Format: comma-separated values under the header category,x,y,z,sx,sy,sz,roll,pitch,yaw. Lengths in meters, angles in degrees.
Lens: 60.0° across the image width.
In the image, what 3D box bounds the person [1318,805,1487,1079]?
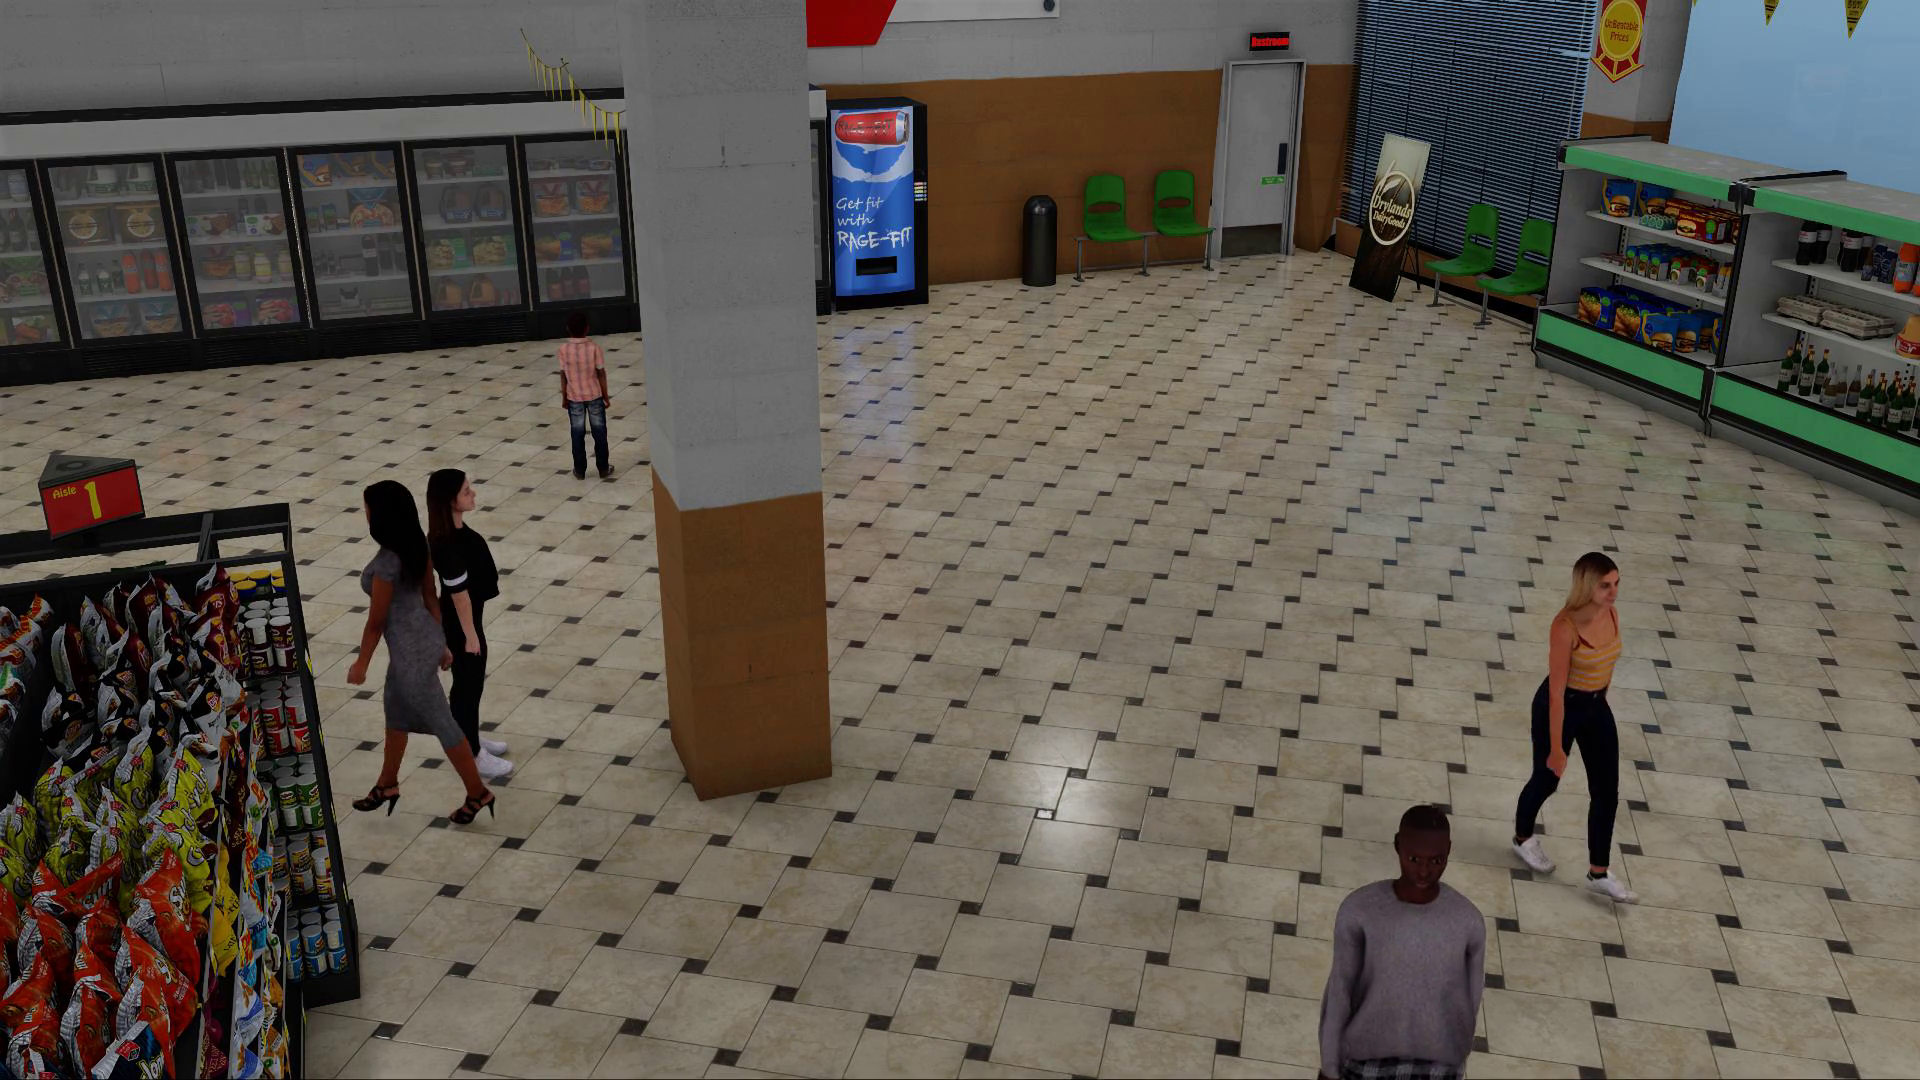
category,x,y,z,sx,sy,sz,roll,pitch,yaw
person,1.367,1.593,5.269,0.927,1.757,1.113,3,22,6

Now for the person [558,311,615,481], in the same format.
category,x,y,z,sx,sy,sz,roll,pitch,yaw
person,-2.838,-1.095,12.562,0.548,1.307,0.539,-3,22,-8

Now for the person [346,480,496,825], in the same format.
category,x,y,z,sx,sy,sz,roll,pitch,yaw
person,-2.450,0.585,7.788,0.845,1.751,0.950,0,22,1

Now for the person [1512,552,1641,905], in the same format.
category,x,y,z,sx,sy,sz,roll,pitch,yaw
person,2.684,0.786,7.483,0.685,1.605,0.922,-11,24,-25

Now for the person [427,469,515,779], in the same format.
category,x,y,z,sx,sy,sz,roll,pitch,yaw
person,-2.507,0.413,8.364,0.648,1.639,0.500,-8,23,-19
